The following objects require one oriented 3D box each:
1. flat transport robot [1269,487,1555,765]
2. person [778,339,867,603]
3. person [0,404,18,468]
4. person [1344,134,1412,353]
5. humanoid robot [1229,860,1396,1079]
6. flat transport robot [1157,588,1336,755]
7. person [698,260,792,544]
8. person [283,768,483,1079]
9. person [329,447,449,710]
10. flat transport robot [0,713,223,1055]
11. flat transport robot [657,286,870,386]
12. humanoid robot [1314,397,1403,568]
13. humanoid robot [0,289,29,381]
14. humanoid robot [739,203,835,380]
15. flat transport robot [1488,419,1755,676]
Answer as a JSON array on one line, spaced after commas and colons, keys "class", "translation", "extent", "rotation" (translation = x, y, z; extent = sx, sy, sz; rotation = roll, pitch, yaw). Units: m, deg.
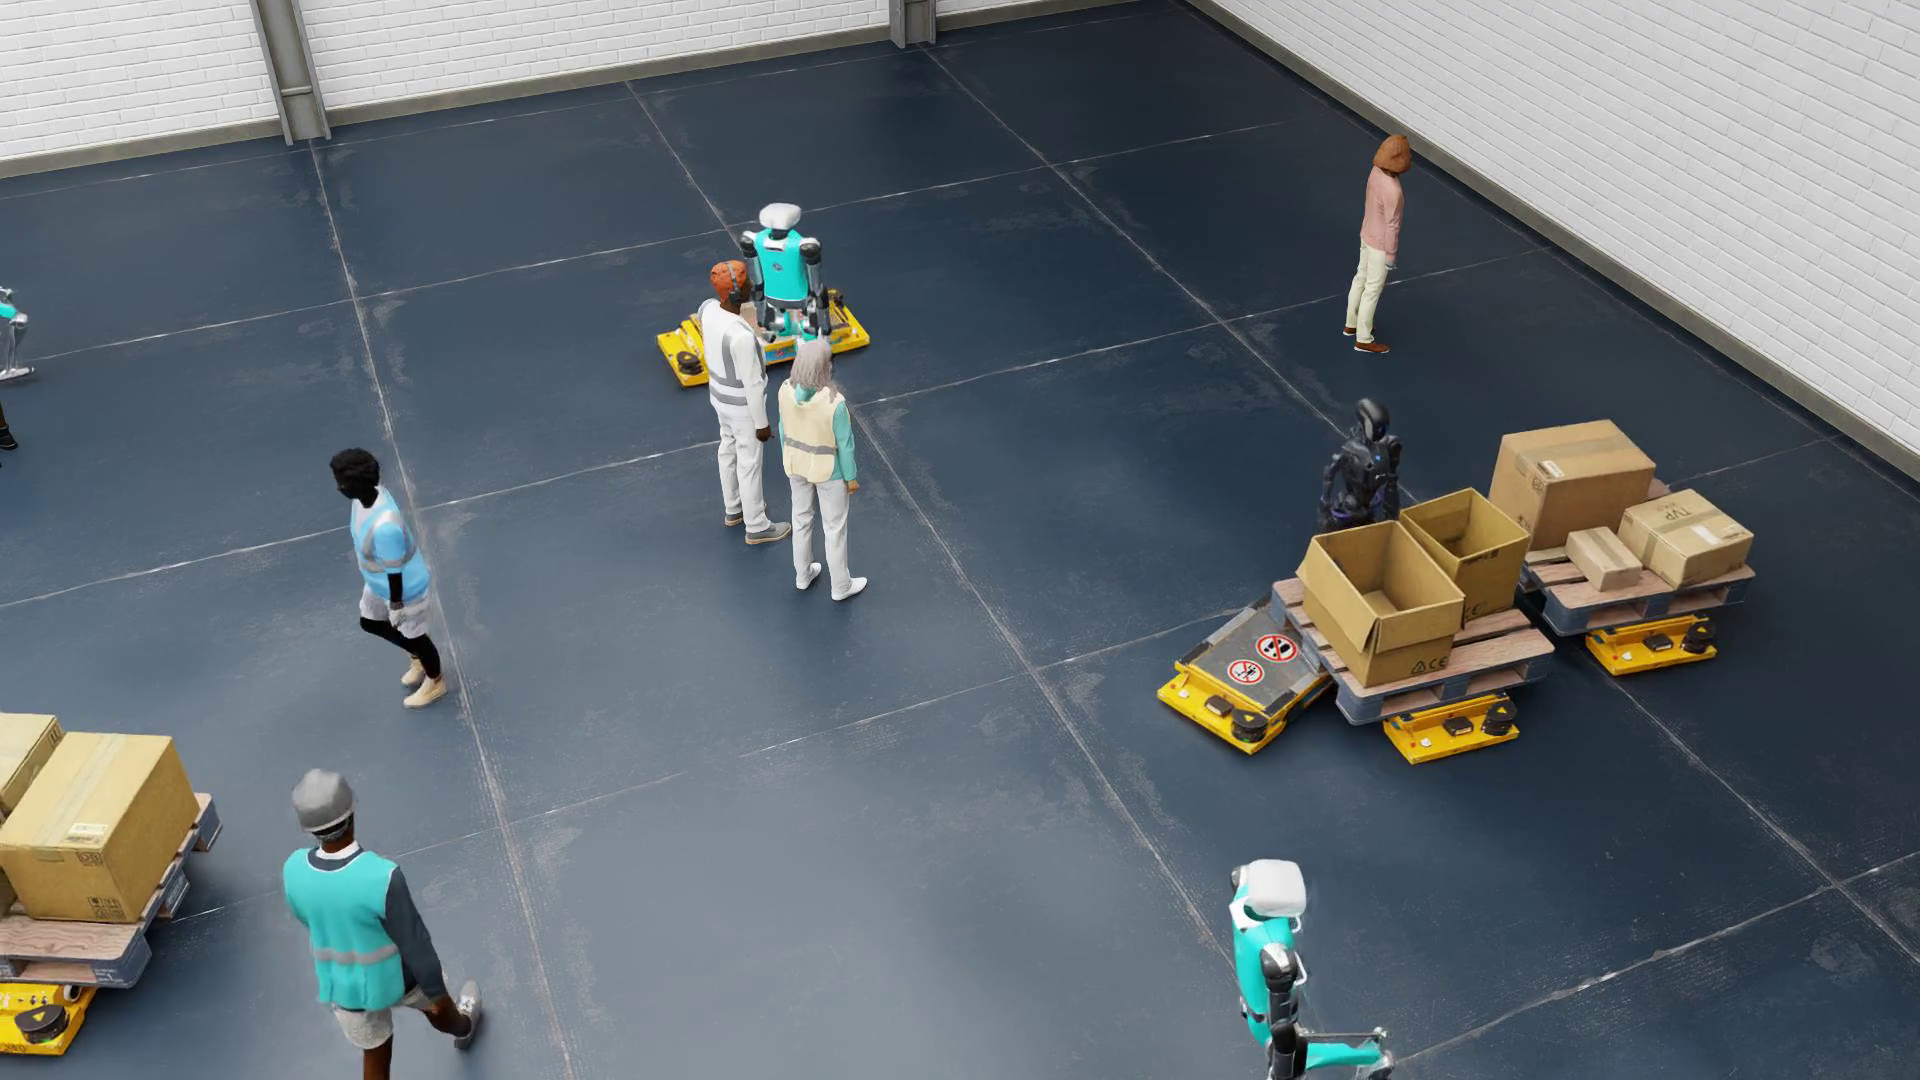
[{"class": "flat transport robot", "translation": [2.479, 0.668, 9.404], "extent": [0.659, 0.231, 1.431], "rotation": [-11, 39, -14]}, {"class": "person", "translation": [-0.821, -0.382, 9.587], "extent": [0.473, 1.708, 0.364], "rotation": [19, 41, 22]}, {"class": "person", "translation": [-6.542, -1.313, 10.614], "extent": [0.354, 1.936, 0.550], "rotation": [2, 38, 3]}, {"class": "person", "translation": [3.012, -2.129, 11.920], "extent": [0.283, 1.636, 0.500], "rotation": [-5, 38, -6]}, {"class": "humanoid robot", "translation": [1.420, 1.912, 6.635], "extent": [1.068, 1.755, 0.536], "rotation": [-5, 38, -7]}, {"class": "flat transport robot", "translation": [1.825, 0.651, 9.427], "extent": [0.659, 0.231, 1.431], "rotation": [31, 47, 34]}, {"class": "person", "translation": [-1.316, -0.825, 10.024], "extent": [0.356, 1.882, 0.571], "rotation": [-23, 43, -27]}, {"class": "person", "translation": [-2.334, 1.691, 6.751], "extent": [0.580, 1.875, 0.944], "rotation": [4, 38, 5]}, {"class": "person", "translation": [-3.021, 0.229, 8.811], "extent": [0.386, 1.674, 0.545], "rotation": [-23, 43, -27]}, {"class": "flat transport robot", "translation": [-4.279, 1.791, 7.942], "extent": [0.659, 0.231, 1.431], "rotation": [2, 38, 3]}, {"class": "flat transport robot", "translation": [-1.445, -1.508, 12.237], "extent": [1.431, 0.231, 0.659], "rotation": [-15, 40, -19]}, {"class": "humanoid robot", "translation": [2.189, -0.071, 9.210], "extent": [0.601, 1.657, 0.339], "rotation": [-19, 41, -23]}, {"class": "humanoid robot", "translation": [-6.857, -1.786, 11.379], "extent": [0.950, 1.741, 0.546], "rotation": [-15, 40, -18]}, {"class": "humanoid robot", "translation": [-1.050, -1.521, 11.054], "extent": [0.539, 1.770, 0.824], "rotation": [9, 39, 12]}, {"class": "flat transport robot", "translation": [3.832, 0.244, 9.955], "extent": [0.659, 0.231, 1.431], "rotation": [-9, 38, -11]}]
